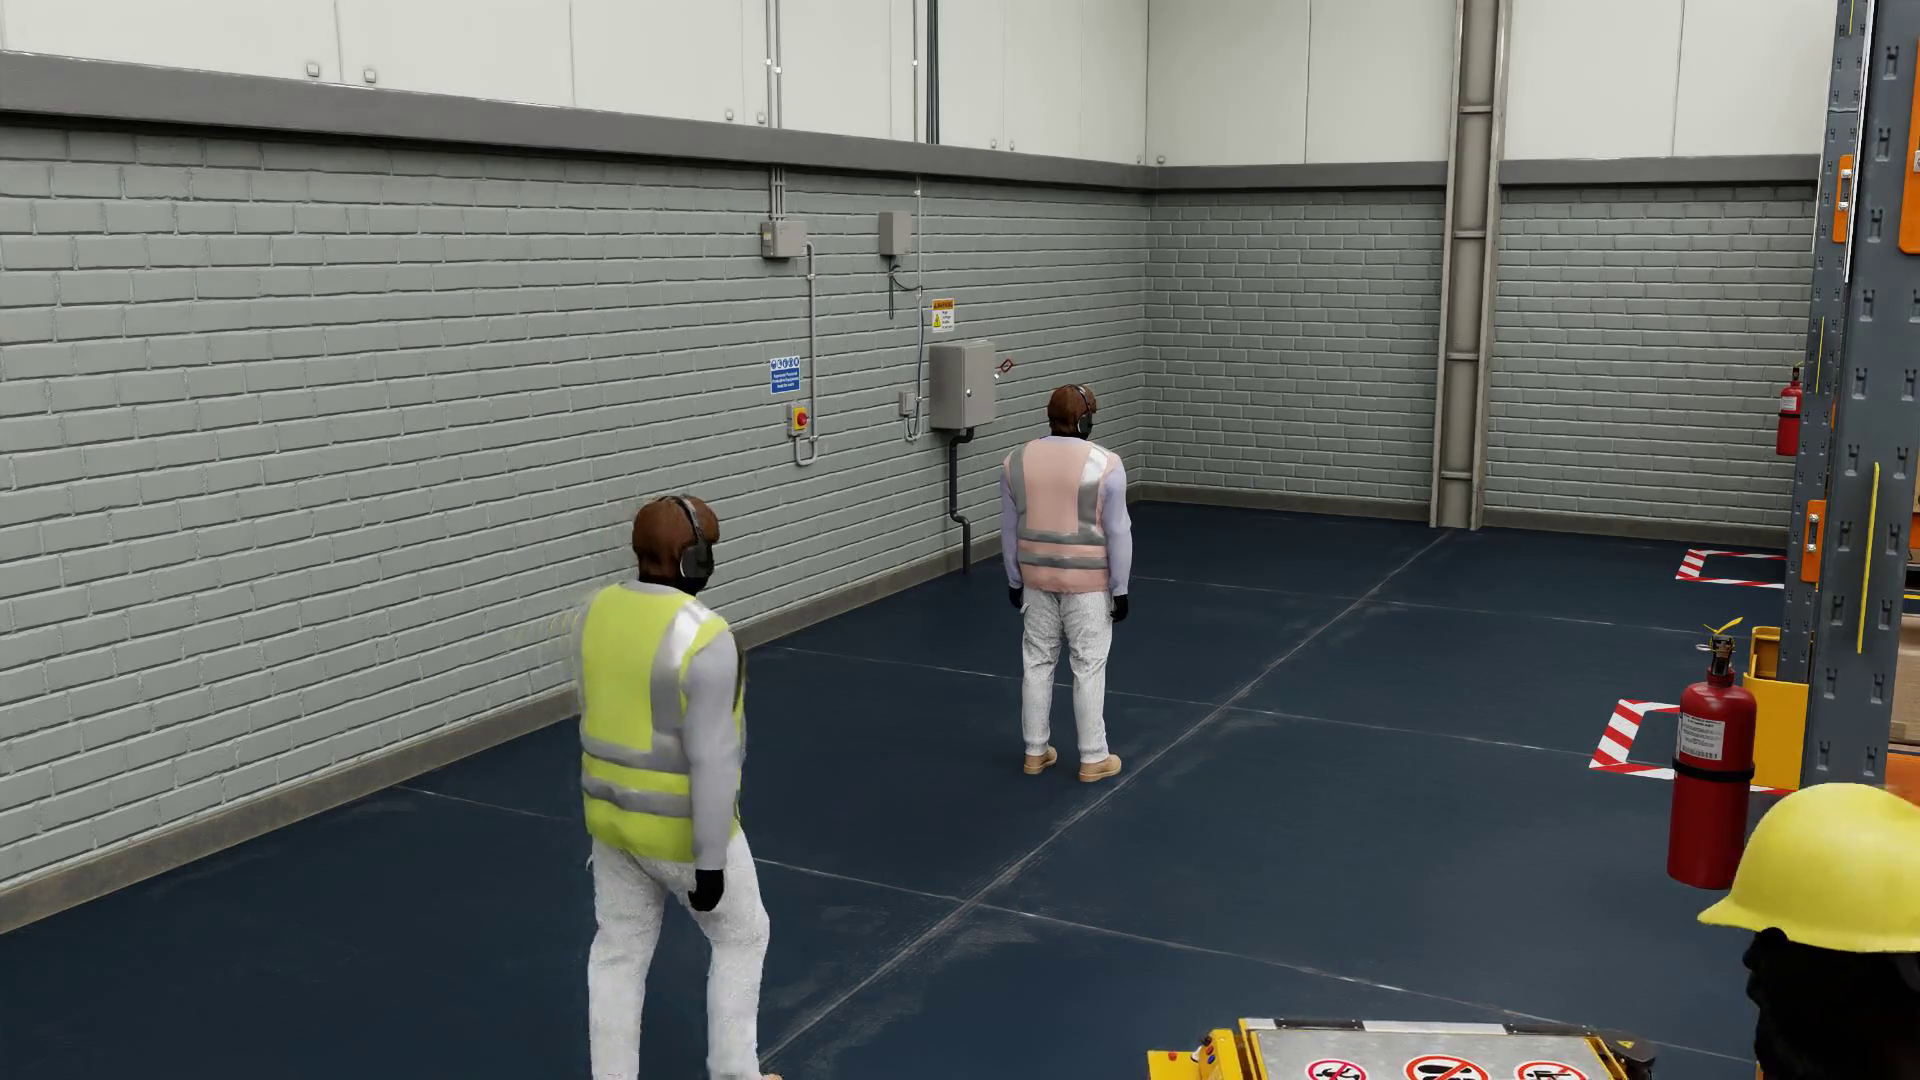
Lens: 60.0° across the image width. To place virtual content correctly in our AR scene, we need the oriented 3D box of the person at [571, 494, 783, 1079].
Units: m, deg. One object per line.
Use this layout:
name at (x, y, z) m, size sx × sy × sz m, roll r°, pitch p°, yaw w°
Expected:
person at (-0.770, 0.774, 4.634) m, size 0.641 × 1.818 × 0.695 m, roll 7°, pitch 13°, yaw 35°

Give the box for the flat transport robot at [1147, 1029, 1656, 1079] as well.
flat transport robot at (1.252, 1.560, 4.567) m, size 1.431 × 0.197 × 0.652 m, roll 1°, pitch 10°, yaw 3°

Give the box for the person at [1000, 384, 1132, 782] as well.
person at (0.504, 0.197, 7.717) m, size 0.634 × 1.841 × 0.429 m, roll 5°, pitch 12°, yaw 27°

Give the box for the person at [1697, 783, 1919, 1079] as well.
person at (0.980, 1.223, 1.944) m, size 0.523 × 1.904 × 0.569 m, roll 2°, pitch 11°, yaw 10°
